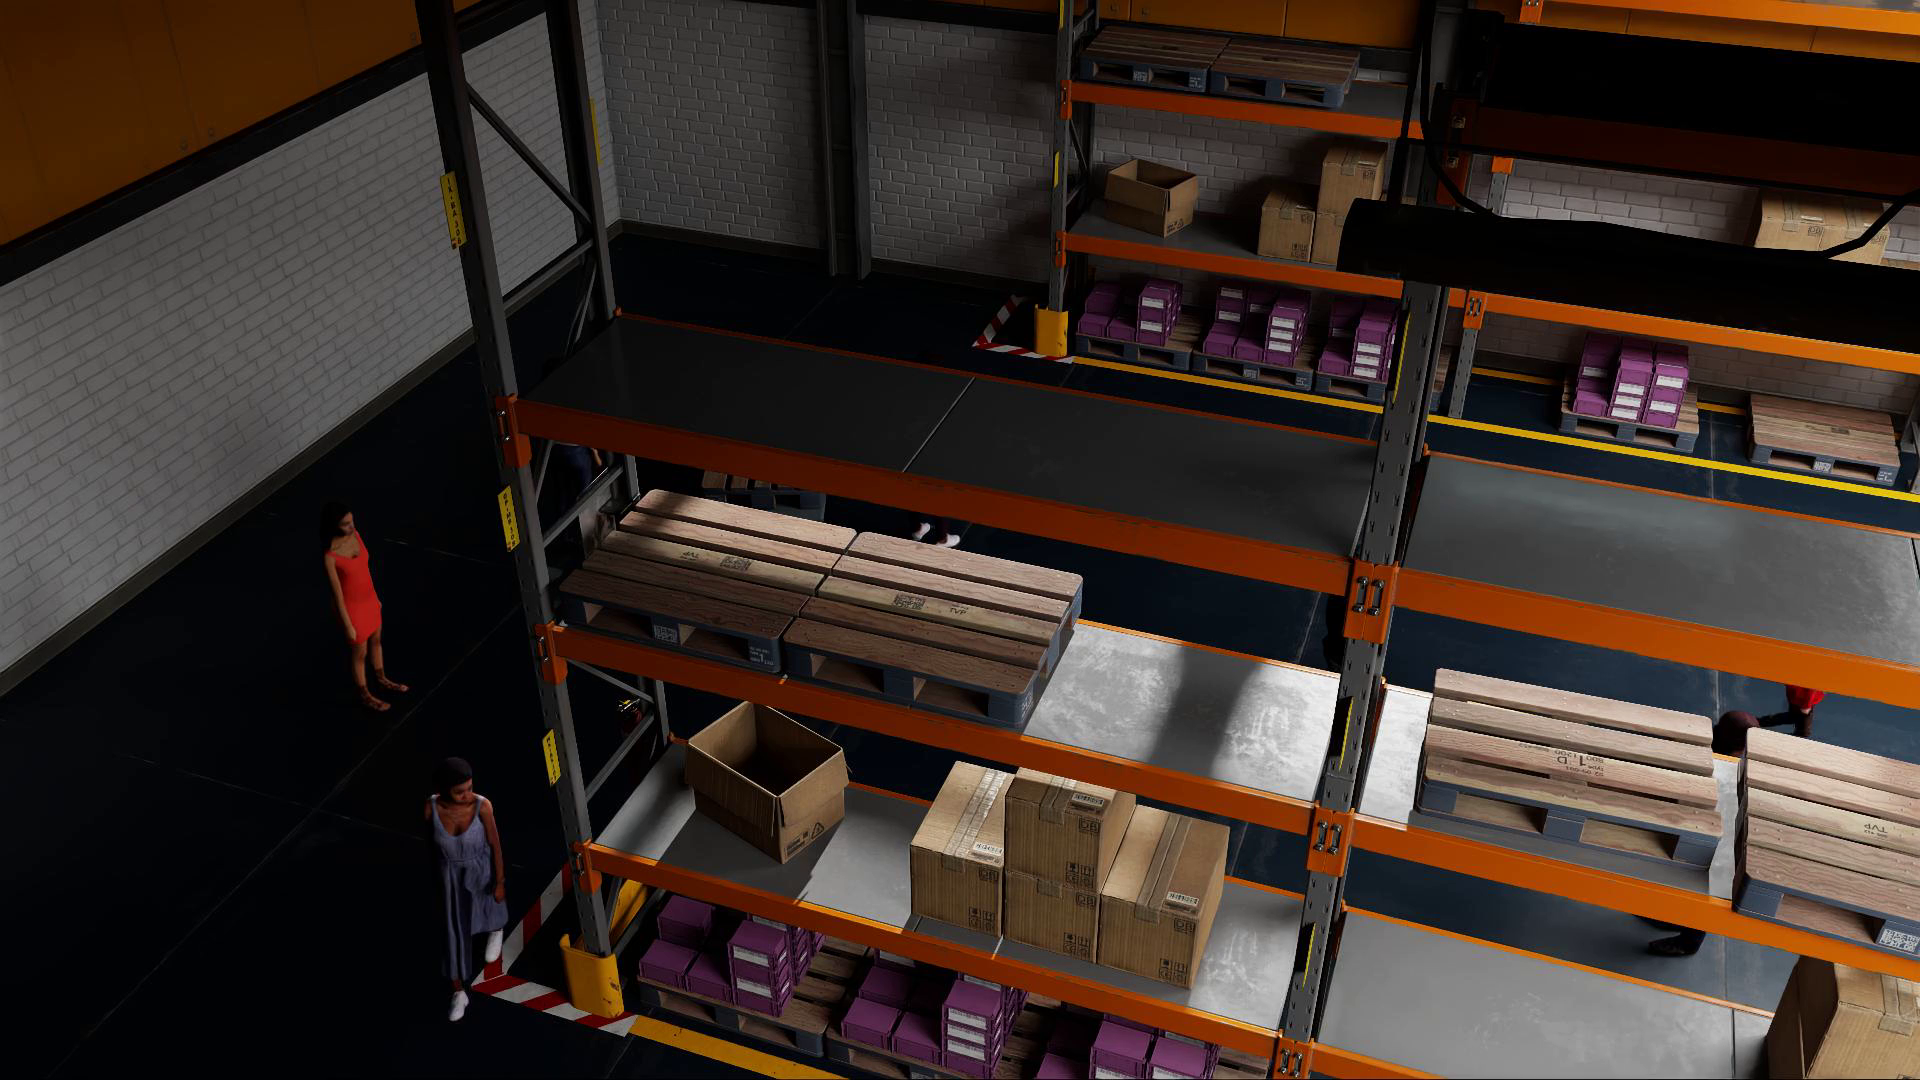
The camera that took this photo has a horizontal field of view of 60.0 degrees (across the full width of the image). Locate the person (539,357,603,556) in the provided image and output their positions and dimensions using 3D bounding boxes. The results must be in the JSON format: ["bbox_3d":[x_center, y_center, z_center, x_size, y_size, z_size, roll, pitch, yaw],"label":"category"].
[{"bbox_3d":[-3.170,-0.645,13.429,0.471,1.792,0.675,8,34,11],"label":"person"}]

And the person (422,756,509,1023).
[{"bbox_3d":[-2.855,1.878,9.753,1.052,1.659,0.943,-1,34,-1],"label":"person"}]

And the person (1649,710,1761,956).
[{"bbox_3d":[4.443,1.725,9.851,0.715,1.805,0.743,5,34,7],"label":"person"}]

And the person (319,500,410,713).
[{"bbox_3d":[-4.302,0.466,11.823,0.574,1.720,0.607,7,34,10],"label":"person"}]

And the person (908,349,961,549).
[{"bbox_3d":[-0.259,-0.730,13.565,0.568,1.782,0.720,21,39,28],"label":"person"}]
